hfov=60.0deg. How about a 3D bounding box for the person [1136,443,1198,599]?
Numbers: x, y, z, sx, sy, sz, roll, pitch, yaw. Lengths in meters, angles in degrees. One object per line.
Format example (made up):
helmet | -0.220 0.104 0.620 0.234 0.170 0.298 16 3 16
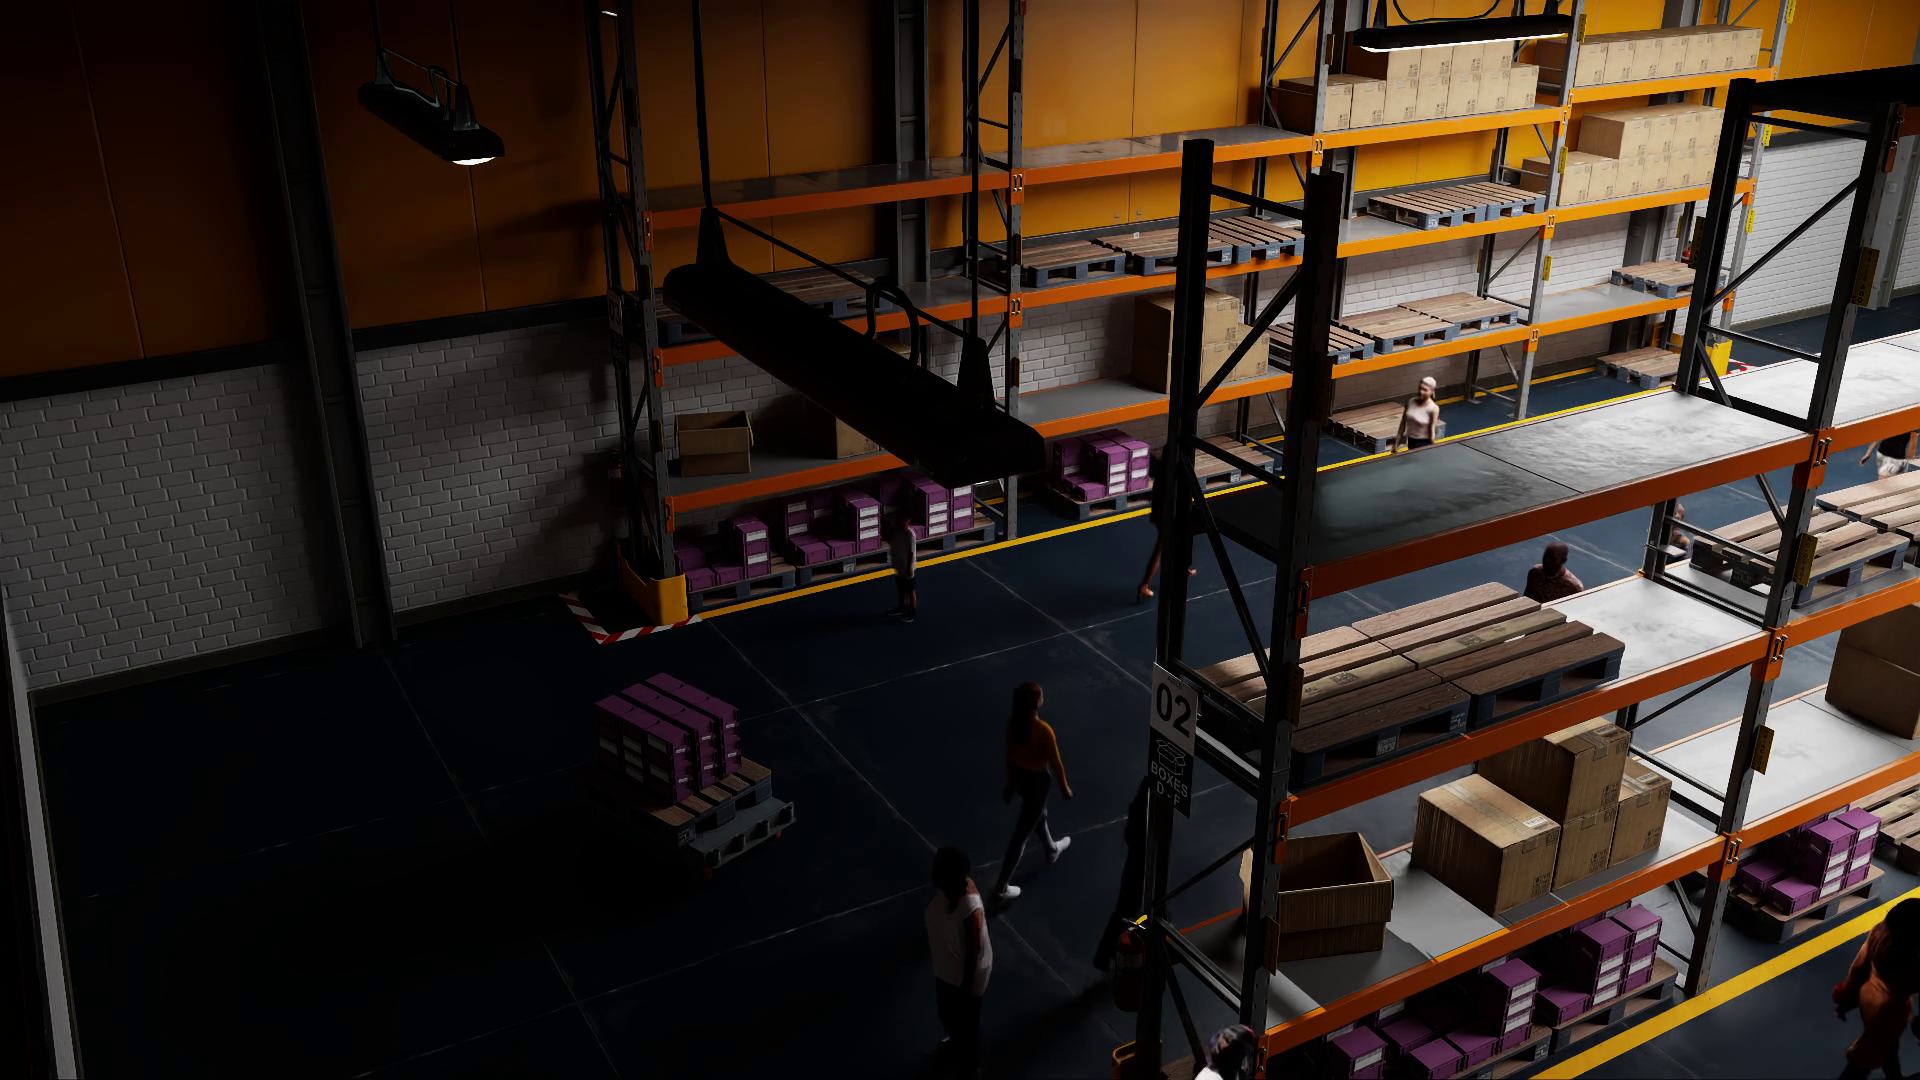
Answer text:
person | 2.045 -0.156 16.855 1.096 1.635 0.665 -16 28 -33

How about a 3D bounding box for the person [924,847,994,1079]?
person | -0.009 2.646 10.384 0.680 1.685 0.724 -11 26 -23

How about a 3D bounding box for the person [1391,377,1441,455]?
person | 5.259 -1.062 18.896 1.180 1.661 0.606 -12 26 -25

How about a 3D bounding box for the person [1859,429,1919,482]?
person | 10.282 -0.852 18.245 1.271 1.799 0.883 -5 24 -10

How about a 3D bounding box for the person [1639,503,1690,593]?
person | 6.533 0.416 15.480 0.689 1.689 0.785 21 31 40

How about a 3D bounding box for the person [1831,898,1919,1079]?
person | 5.390 2.886 9.845 1.229 1.677 0.852 -9 25 -19

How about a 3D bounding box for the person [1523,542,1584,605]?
person | 5.059 0.837 14.368 0.645 1.808 0.734 -19 30 -36

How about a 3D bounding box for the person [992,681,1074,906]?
person | 0.469 1.875 12.133 0.814 1.698 1.248 21 31 39

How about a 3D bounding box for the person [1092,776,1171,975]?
person | 1.213 2.293 11.375 0.761 1.539 1.105 20 31 39

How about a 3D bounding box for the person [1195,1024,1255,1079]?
person | 1.198 3.332 8.626 1.290 1.837 1.189 5 24 12

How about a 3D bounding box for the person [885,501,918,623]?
person | -0.566 0.200 16.520 0.522 1.253 0.526 -12 26 -26
